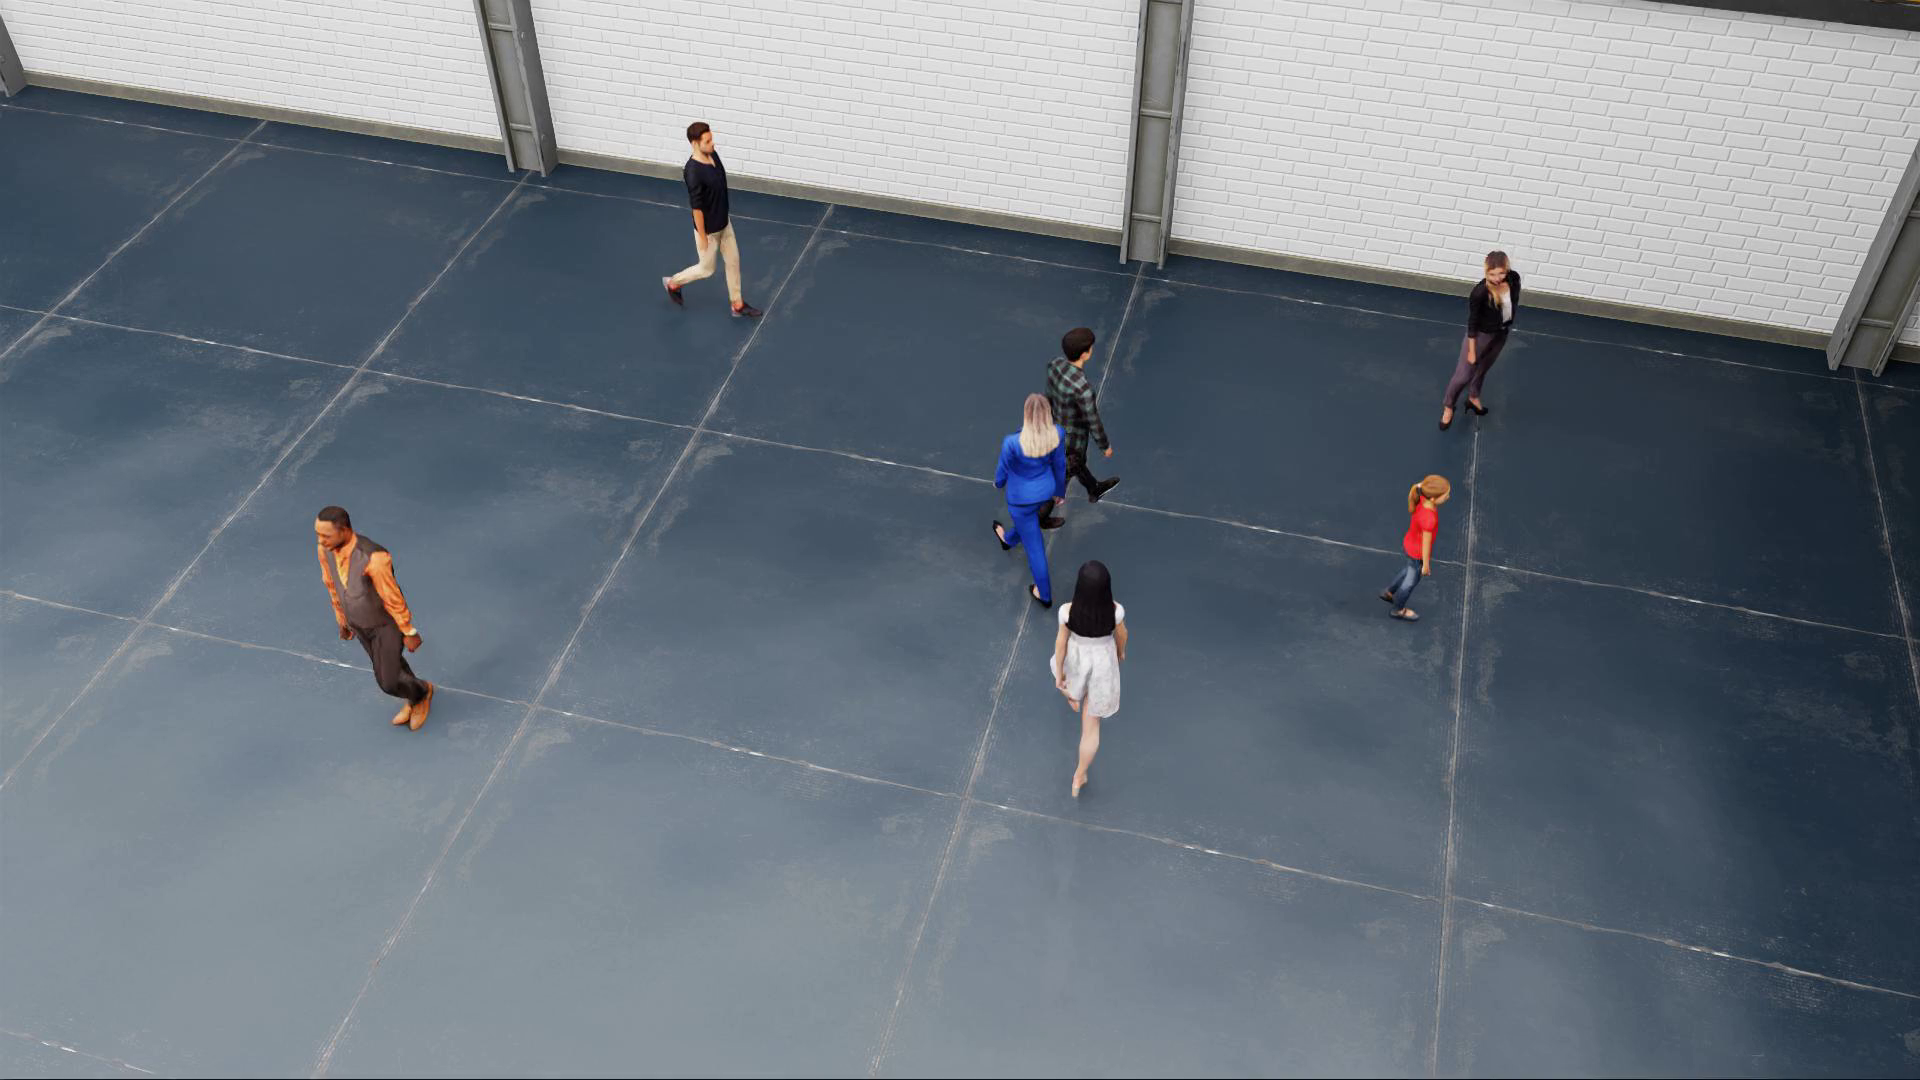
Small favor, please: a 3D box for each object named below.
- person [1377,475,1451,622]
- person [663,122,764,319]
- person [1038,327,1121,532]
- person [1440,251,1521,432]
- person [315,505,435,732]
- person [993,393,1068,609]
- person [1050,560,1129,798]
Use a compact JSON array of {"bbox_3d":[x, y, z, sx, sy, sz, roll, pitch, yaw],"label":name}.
[{"bbox_3d":[3.055,0.050,11.332,0.573,1.297,0.529,4,44,4],"label":"person"},{"bbox_3d":[-2.134,-2.621,13.747,1.095,1.834,0.683,13,45,13],"label":"person"},{"bbox_3d":[0.710,-0.734,11.666,1.145,1.685,1.063,-16,46,-16],"label":"person"},{"bbox_3d":[4.056,-1.574,12.783,0.773,1.647,0.719,33,53,30],"label":"person"},{"bbox_3d":[-3.604,0.440,10.490,0.705,1.894,0.857,20,47,20],"label":"person"},{"bbox_3d":[0.531,-0.217,11.351,1.080,1.658,1.125,-21,47,-20],"label":"person"},{"bbox_3d":[0.790,0.873,10.147,1.070,1.740,0.772,5,44,5],"label":"person"}]
